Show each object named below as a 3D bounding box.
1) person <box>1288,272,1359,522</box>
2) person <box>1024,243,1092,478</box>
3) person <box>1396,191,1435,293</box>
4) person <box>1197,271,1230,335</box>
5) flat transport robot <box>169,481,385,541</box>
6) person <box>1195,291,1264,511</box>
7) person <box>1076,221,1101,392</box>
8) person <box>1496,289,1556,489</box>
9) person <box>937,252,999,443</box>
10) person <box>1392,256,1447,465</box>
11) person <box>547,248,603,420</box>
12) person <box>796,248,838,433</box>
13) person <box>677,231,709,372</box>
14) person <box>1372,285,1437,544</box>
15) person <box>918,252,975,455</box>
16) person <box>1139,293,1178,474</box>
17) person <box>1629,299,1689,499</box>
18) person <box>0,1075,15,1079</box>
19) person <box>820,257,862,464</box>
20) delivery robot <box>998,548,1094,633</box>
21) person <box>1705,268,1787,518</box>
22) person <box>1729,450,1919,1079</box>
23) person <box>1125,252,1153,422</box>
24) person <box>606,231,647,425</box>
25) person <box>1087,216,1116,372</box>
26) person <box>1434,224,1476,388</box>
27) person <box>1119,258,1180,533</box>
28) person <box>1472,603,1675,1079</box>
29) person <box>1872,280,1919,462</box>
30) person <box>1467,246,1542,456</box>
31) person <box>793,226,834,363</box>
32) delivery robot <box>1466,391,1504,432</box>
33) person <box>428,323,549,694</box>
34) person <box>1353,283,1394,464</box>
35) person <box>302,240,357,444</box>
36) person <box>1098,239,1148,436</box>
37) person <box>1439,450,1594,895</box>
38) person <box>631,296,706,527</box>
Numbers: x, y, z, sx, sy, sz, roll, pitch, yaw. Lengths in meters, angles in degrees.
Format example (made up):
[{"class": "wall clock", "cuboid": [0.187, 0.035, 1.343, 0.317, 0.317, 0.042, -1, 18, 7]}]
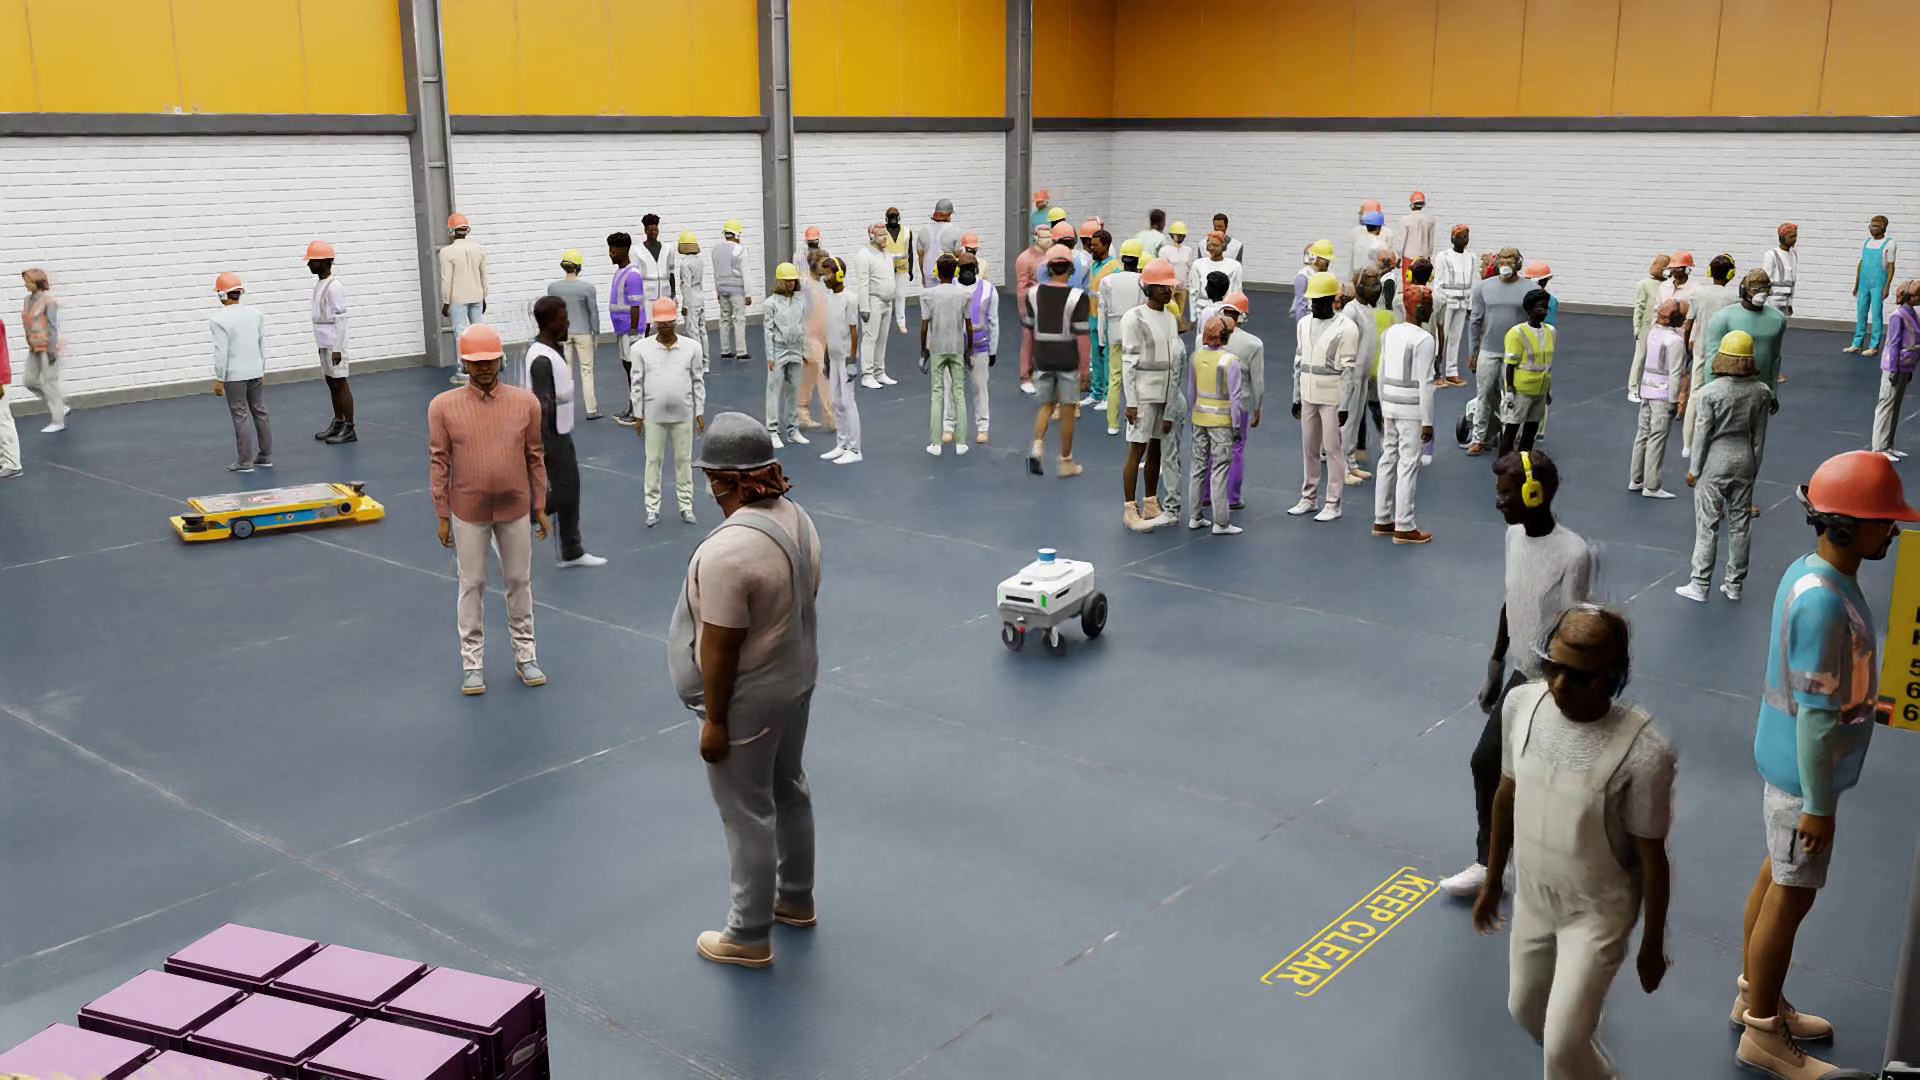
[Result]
[{"class": "person", "cuboid": [2.785, -1.106, 12.846, 0.396, 1.920, 0.586, -10, 17, -34]}, {"class": "person", "cuboid": [0.834, -1.520, 14.277, 0.651, 2.021, 0.476, 8, 16, 29]}, {"class": "person", "cuboid": [7.103, -4.435, 25.990, 0.612, 1.995, 0.376, -4, 15, -14]}, {"class": "person", "cuboid": [2.362, -1.641, 15.429, 0.315, 1.696, 0.541, 10, 17, 34]}, {"class": "flat transport robot", "cuboid": [-5.216, -0.236, 12.706, 1.431, 0.197, 0.652, -9, 17, -33]}, {"class": "person", "cuboid": [2.125, -1.092, 13.155, 0.577, 1.736, 0.355, 6, 15, 23]}, {"class": "person", "cuboid": [1.467, -2.665, 19.034, 0.359, 1.938, 0.547, 0, 14, 2]}, {"class": "person", "cuboid": [4.721, -1.238, 13.816, 0.540, 1.695, 0.317, -8, 16, -28]}, {"class": "person", "cuboid": [0.061, -1.830, 15.930, 0.622, 1.837, 0.430, 1, 14, 3]}, {"class": "person", "cuboid": [4.073, -1.592, 14.879, 0.519, 1.874, 0.331, 0, 14, -1]}, {"class": "person", "cuboid": [-3.975, -2.117, 17.191, 0.533, 1.767, 0.323, 1, 14, 4]}, {"class": "person", "cuboid": [-1.330, -1.971, 16.495, 0.839, 1.811, 0.527, 6, 15, 21]}, {"class": "person", "cuboid": [-3.295, -2.898, 20.359, 0.323, 1.742, 0.492, 4, 15, 15]}, {"class": "person", "cuboid": [3.265, -0.918, 12.161, 0.337, 1.882, 0.585, -5, 15, -20]}, {"class": "person", "cuboid": [-0.125, -1.716, 15.378, 0.530, 1.871, 0.323, -2, 14, -7]}, {"class": "person", "cuboid": [1.753, -1.392, 14.559, 0.279, 1.634, 0.497, -2, 14, -9]}, {"class": "person", "cuboid": [5.741, -1.158, 13.628, 0.311, 1.634, 0.517, -1, 14, -5]}, {"class": "person", "cuboid": [-1.370, 1.576, 2.547, 0.950, 1.713, 0.535, 3, 14, 12]}, {"class": "person", "cuboid": [-1.085, -1.622, 15.039, 0.337, 1.857, 0.524, -10, 17, -34]}, {"class": "delivery robot", "cuboid": [0.511, 0.294, 9.821, 0.477, 0.478, 0.707, 8, 16, 28]}, {"class": "person", "cuboid": [6.067, -1.131, 12.901, 0.638, 1.938, 0.357, -2, 14, -10]}, {"class": "person", "cuboid": [2.727, 0.721, 5.289, 0.372, 2.044, 0.607, 6, 15, 23]}, {"class": "person", "cuboid": [1.854, -2.027, 16.837, 0.326, 1.765, 0.530, -2, 14, -9]}, {"class": "person", "cuboid": [-3.394, -2.163, 16.990, 0.376, 1.958, 0.603, -6, 15, -23]}, {"class": "person", "cuboid": [1.649, -3.037, 20.580, 0.406, 1.911, 0.639, -6, 15, -22]}, {"class": "person", "cuboid": [5.751, -2.723, 19.376, 0.572, 1.883, 0.358, -7, 16, -25]}, {"class": "person", "cuboid": [1.464, -1.088, 12.514, 0.605, 2.045, 0.377, -13, 19, -43]}, {"class": "person", "cuboid": [1.770, 1.005, 4.640, 0.661, 1.816, 0.539, -8, 16, -30]}, {"class": "person", "cuboid": [8.553, -1.544, 15.157, 0.308, 1.640, 0.510, 12, 19, 41]}, {"class": "person", "cuboid": [4.970, -1.713, 15.225, 0.630, 1.938, 0.366, 6, 15, 24]}, {"class": "person", "cuboid": [-1.870, -3.132, 21.271, 0.560, 1.752, 0.326, -1, 14, -6]}, {"class": "delivery robot", "cuboid": [5.157, -1.278, 16.103, 0.477, 0.478, 0.707, 9, 16, 31]}, {"class": "person", "cuboid": [-2.517, -0.169, 8.942, 0.614, 1.994, 0.381, -7, 16, -25]}, {"class": "person", "cuboid": [3.667, -1.517, 14.956, 0.543, 1.679, 0.345, -5, 15, -19]}, {"class": "person", "cuboid": [-6.043, -1.889, 15.933, 0.358, 1.938, 0.542, -11, 18, -36]}, {"class": "person", "cuboid": [1.646, -1.975, 16.298, 0.594, 1.924, 0.379, 4, 15, 16]}, {"class": "person", "cuboid": [2.186, 0.560, 6.391, 0.607, 1.830, 0.519, -5, 15, -19]}, {"class": "person", "cuboid": [-2.210, -0.974, 12.648, 0.564, 1.752, 0.339, -4, 15, -14]}]
